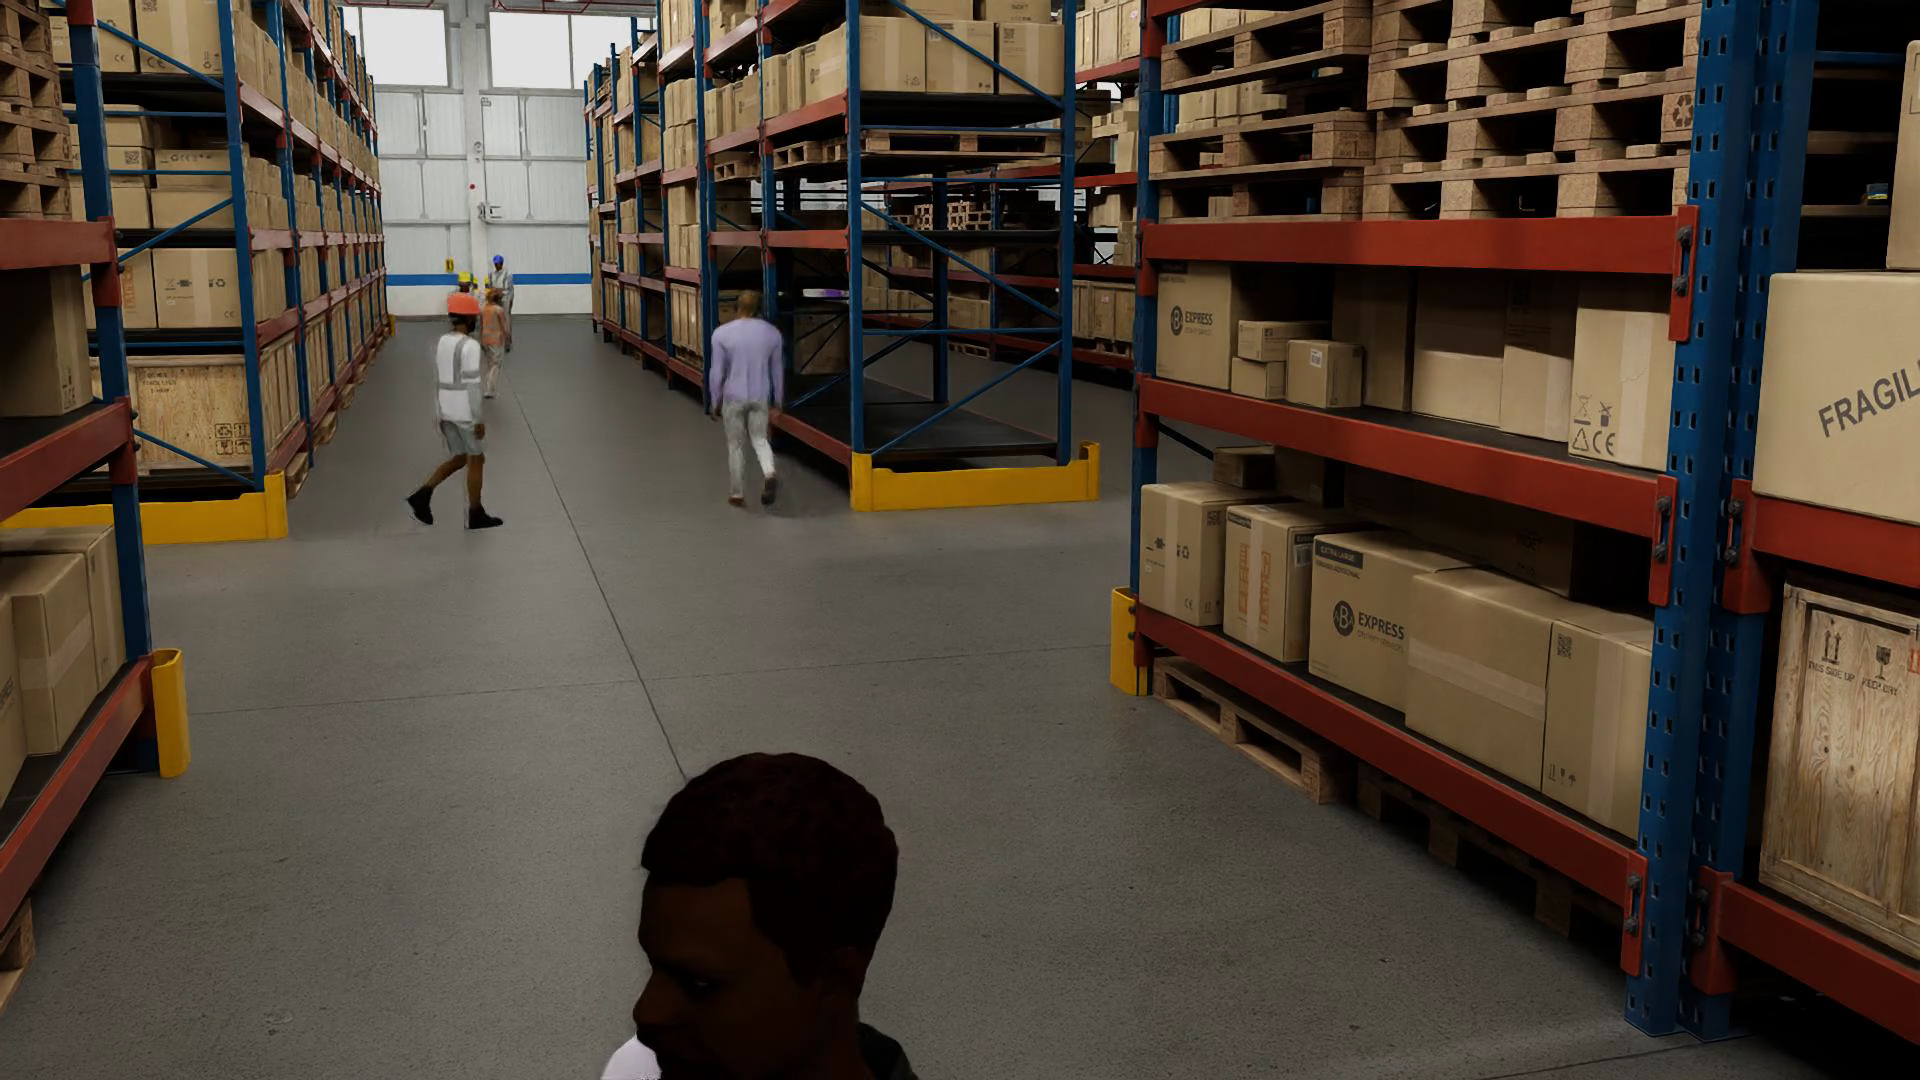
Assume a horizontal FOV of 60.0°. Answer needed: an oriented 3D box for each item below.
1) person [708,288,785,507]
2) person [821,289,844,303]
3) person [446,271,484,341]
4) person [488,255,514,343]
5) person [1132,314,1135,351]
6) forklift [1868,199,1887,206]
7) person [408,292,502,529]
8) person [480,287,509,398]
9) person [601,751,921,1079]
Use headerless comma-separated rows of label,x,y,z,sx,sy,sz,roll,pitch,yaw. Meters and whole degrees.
person,-1.804,-1.203,14.309,0.655,1.915,0.669,-5,11,-25
person,-2.939,-5.604,38.504,0.546,1.907,0.902,-1,10,-8
person,-7.845,-3.354,26.413,0.615,1.798,0.804,-2,11,-13
person,-10.192,-5.347,36.938,0.605,1.949,0.399,3,11,17
person,2.479,-2.460,21.975,0.280,1.634,0.499,-9,13,-40
forklift,11.338,-2.915,21.052,1.129,2.768,1.873,-3,11,-17
person,-4.047,-1.010,13.266,0.554,1.921,0.653,10,14,42
person,-6.826,-2.871,24.300,0.533,1.650,0.350,8,13,38
person,-0.128,1.117,1.583,0.590,1.920,0.398,10,14,43
